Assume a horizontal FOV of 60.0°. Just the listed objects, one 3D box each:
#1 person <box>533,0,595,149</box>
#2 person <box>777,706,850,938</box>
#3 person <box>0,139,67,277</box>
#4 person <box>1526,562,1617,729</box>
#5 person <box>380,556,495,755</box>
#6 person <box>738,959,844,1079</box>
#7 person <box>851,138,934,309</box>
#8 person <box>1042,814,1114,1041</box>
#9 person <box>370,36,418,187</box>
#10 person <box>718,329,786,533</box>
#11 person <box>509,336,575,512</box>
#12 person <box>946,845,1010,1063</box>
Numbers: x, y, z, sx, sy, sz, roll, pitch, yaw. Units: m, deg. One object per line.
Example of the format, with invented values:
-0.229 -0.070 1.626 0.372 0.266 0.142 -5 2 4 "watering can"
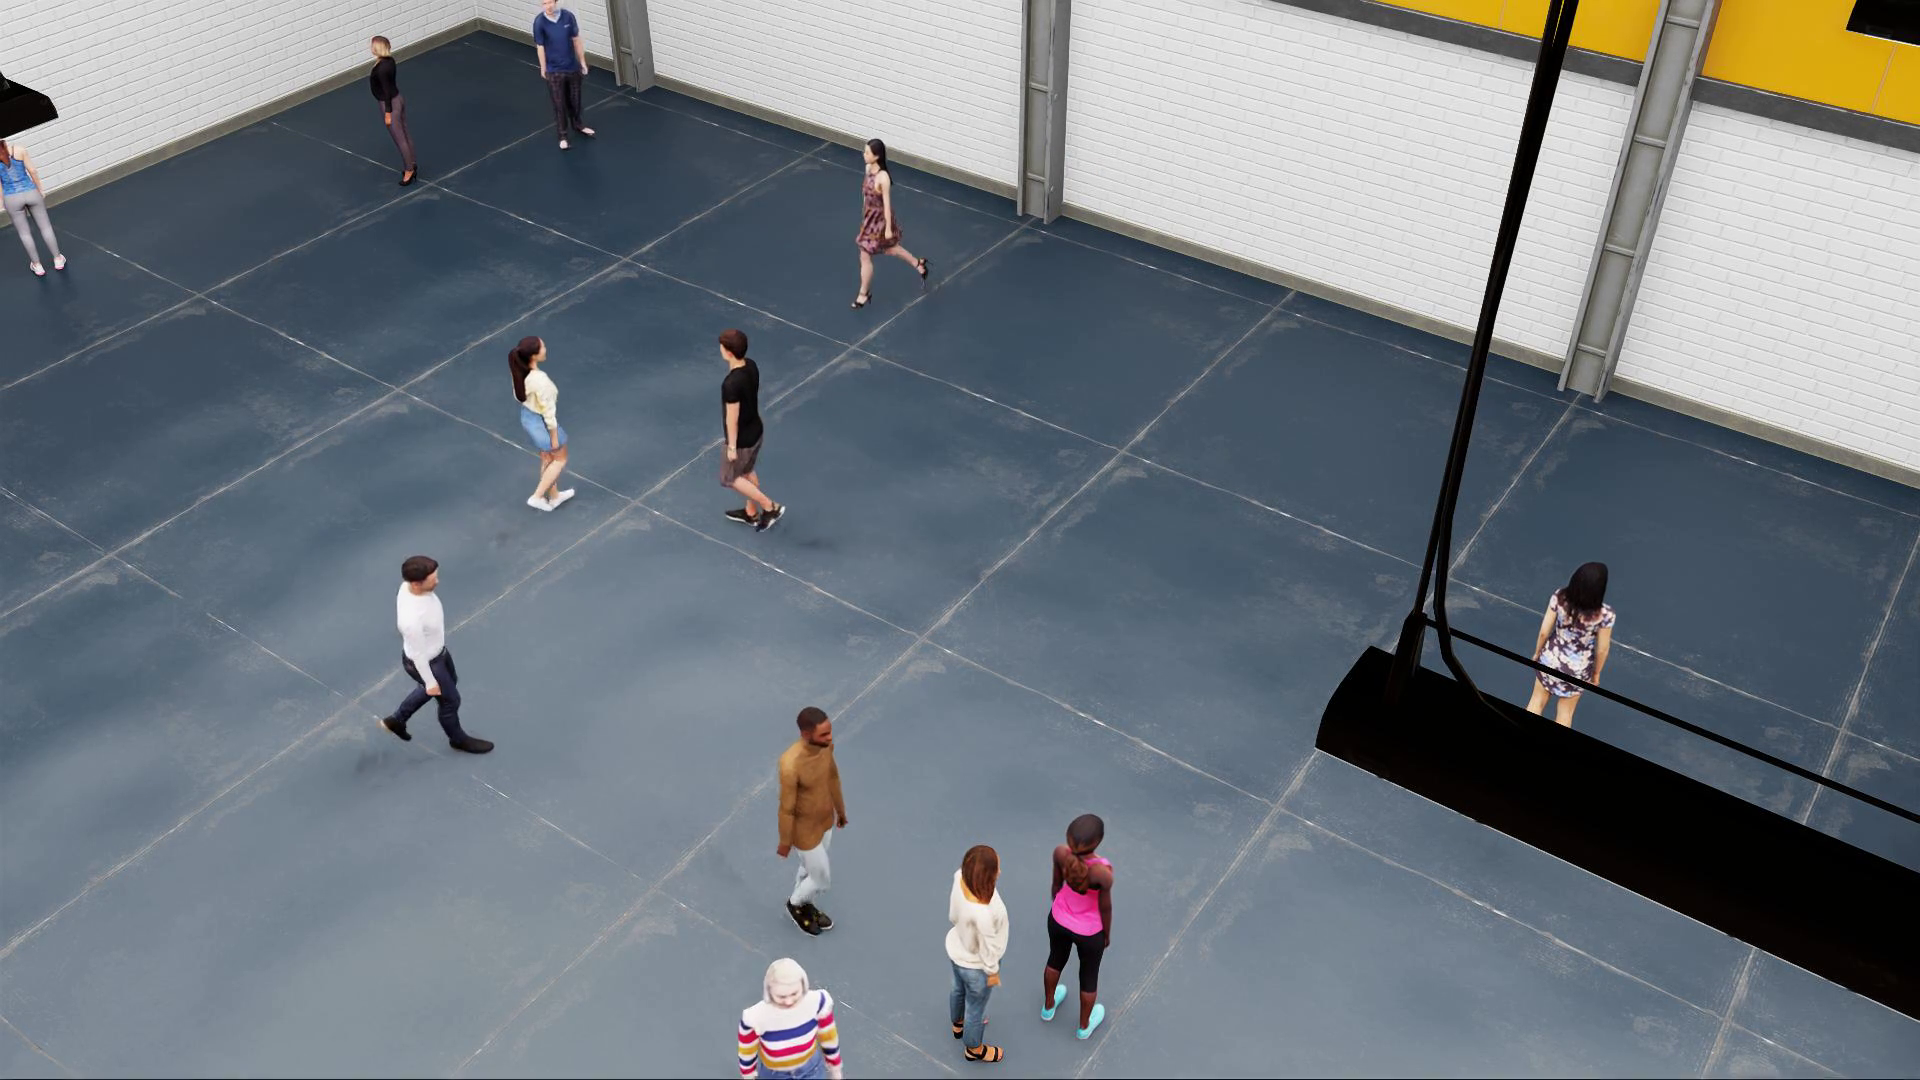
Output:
-4.523 -5.405 18.944 0.825 1.853 0.823 -28 47 -31 "person"
-0.988 1.674 10.126 0.624 1.796 0.693 21 43 24 "person"
-9.415 -3.437 16.677 0.631 1.608 0.623 -24 44 -27 "person"
4.085 0.834 11.228 0.442 1.733 0.664 22 44 25 "person"
-3.667 0.803 11.180 1.105 1.841 1.028 -7 39 -8 "person"
-0.914 2.741 8.789 0.825 1.796 0.873 -15 41 -18 "person"
-0.706 -3.062 16.098 1.014 1.744 1.130 -17 42 -20 "person"
0.668 2.201 9.525 0.466 1.722 0.587 24 44 27 "person"
-6.197 -4.716 18.227 0.715 1.672 0.673 -3 39 -4 "person"
-1.654 -0.828 13.216 0.922 1.848 0.835 8 39 10 "person"
-3.462 -0.895 13.486 0.686 1.617 0.726 29 47 32 "person"
0.070 2.330 9.400 0.761 1.677 0.673 -12 40 -14 "person"
